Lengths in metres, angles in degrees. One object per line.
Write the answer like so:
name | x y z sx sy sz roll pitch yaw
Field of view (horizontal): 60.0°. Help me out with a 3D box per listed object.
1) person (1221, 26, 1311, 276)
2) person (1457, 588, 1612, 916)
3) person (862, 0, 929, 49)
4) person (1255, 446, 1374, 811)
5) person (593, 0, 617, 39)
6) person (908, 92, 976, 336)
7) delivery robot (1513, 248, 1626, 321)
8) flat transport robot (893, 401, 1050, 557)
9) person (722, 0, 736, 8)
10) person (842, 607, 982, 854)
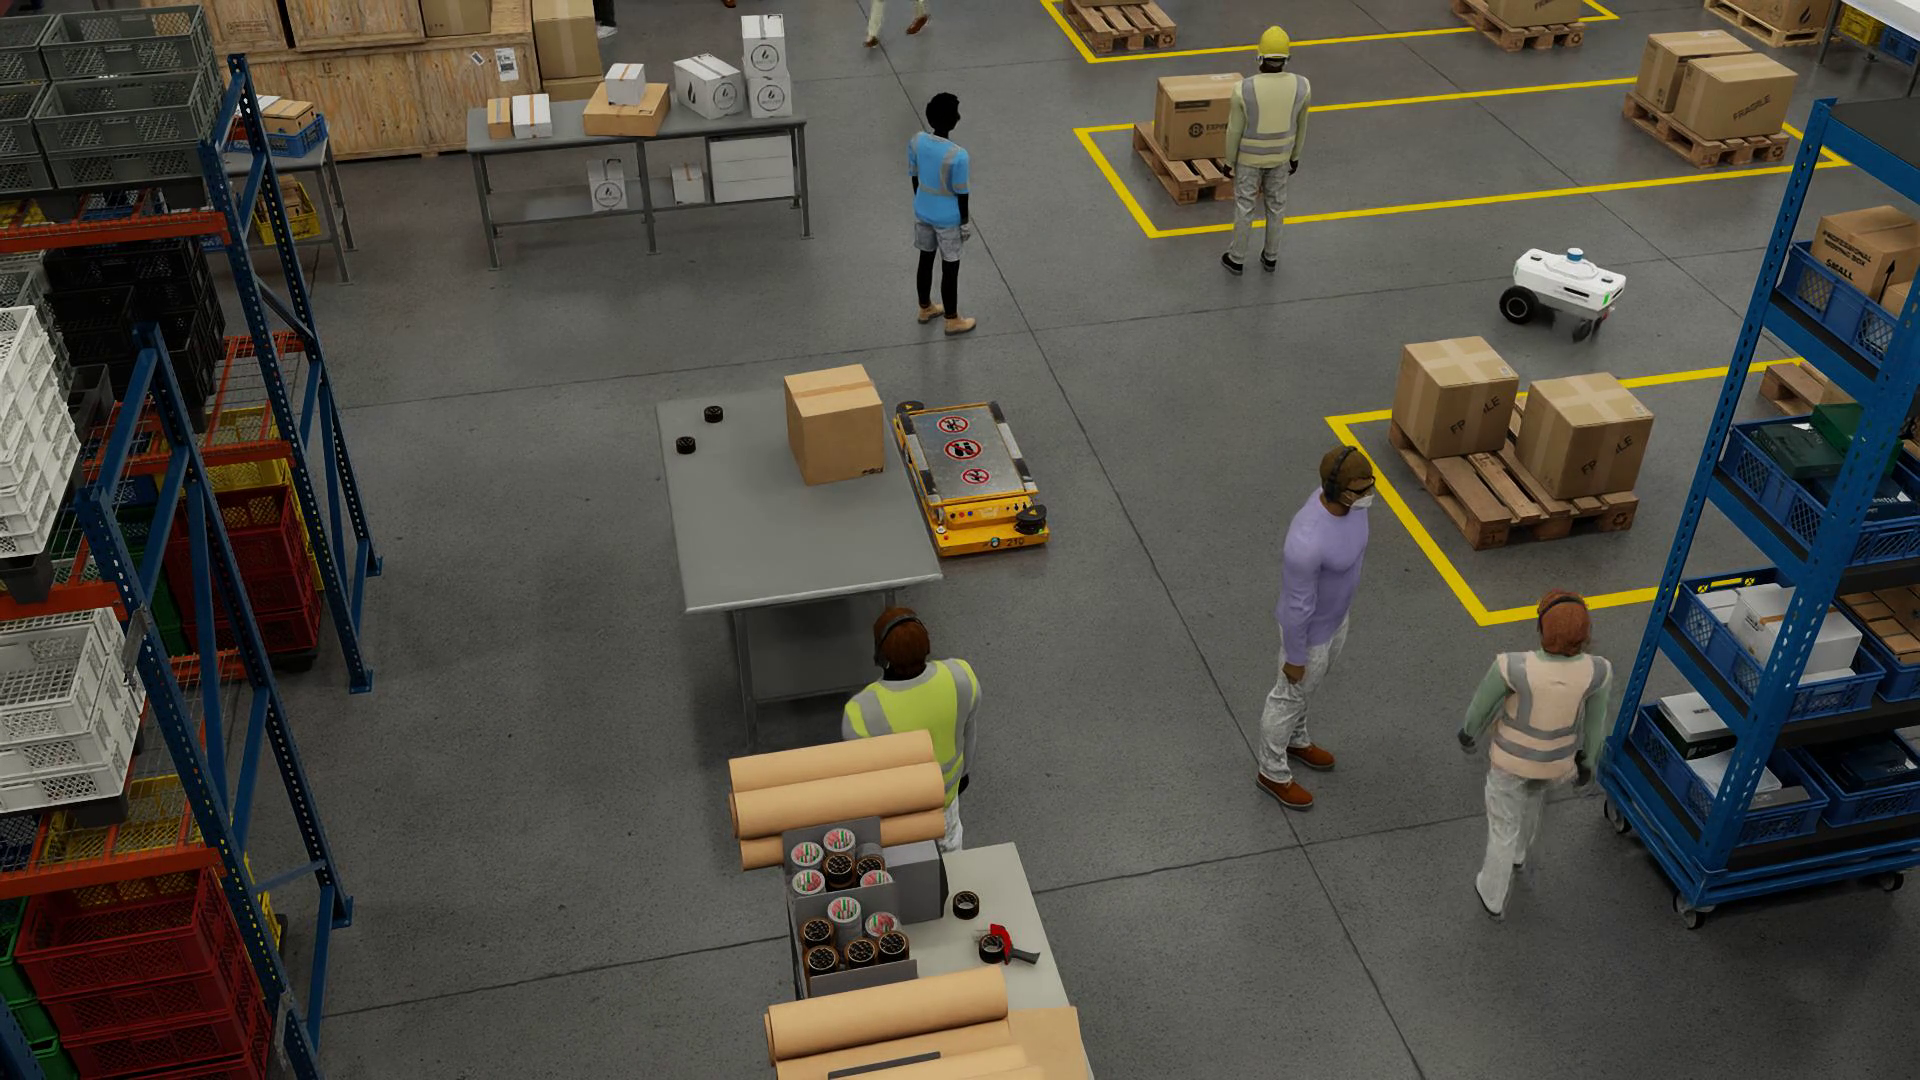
person | 2.177 -2.784 11.974 0.590 1.833 0.404 -6 37 -8
person | 2.446 0.884 7.218 0.532 1.614 0.642 -2 37 -2
person | -0.645 -5.630 15.826 0.571 1.818 1.003 20 41 24
person | 1.635 0.383 7.629 0.357 1.938 0.638 20 41 24
person | -3.585 -5.825 15.992 0.372 1.914 0.597 -26 44 -30
person | -0.128 -2.214 11.319 0.322 1.696 0.536 -30 46 -34
delivery robot | 4.261 -1.807 11.647 0.707 0.478 0.477 26 44 30
flat transport robot | 0.046 -0.430 10.108 0.652 0.197 1.431 -8 37 -10
person | -2.258 -6.376 16.739 0.639 1.911 0.406 -25 44 -30
person | -0.220 1.022 6.850 0.619 1.845 0.430 -21 41 -26
